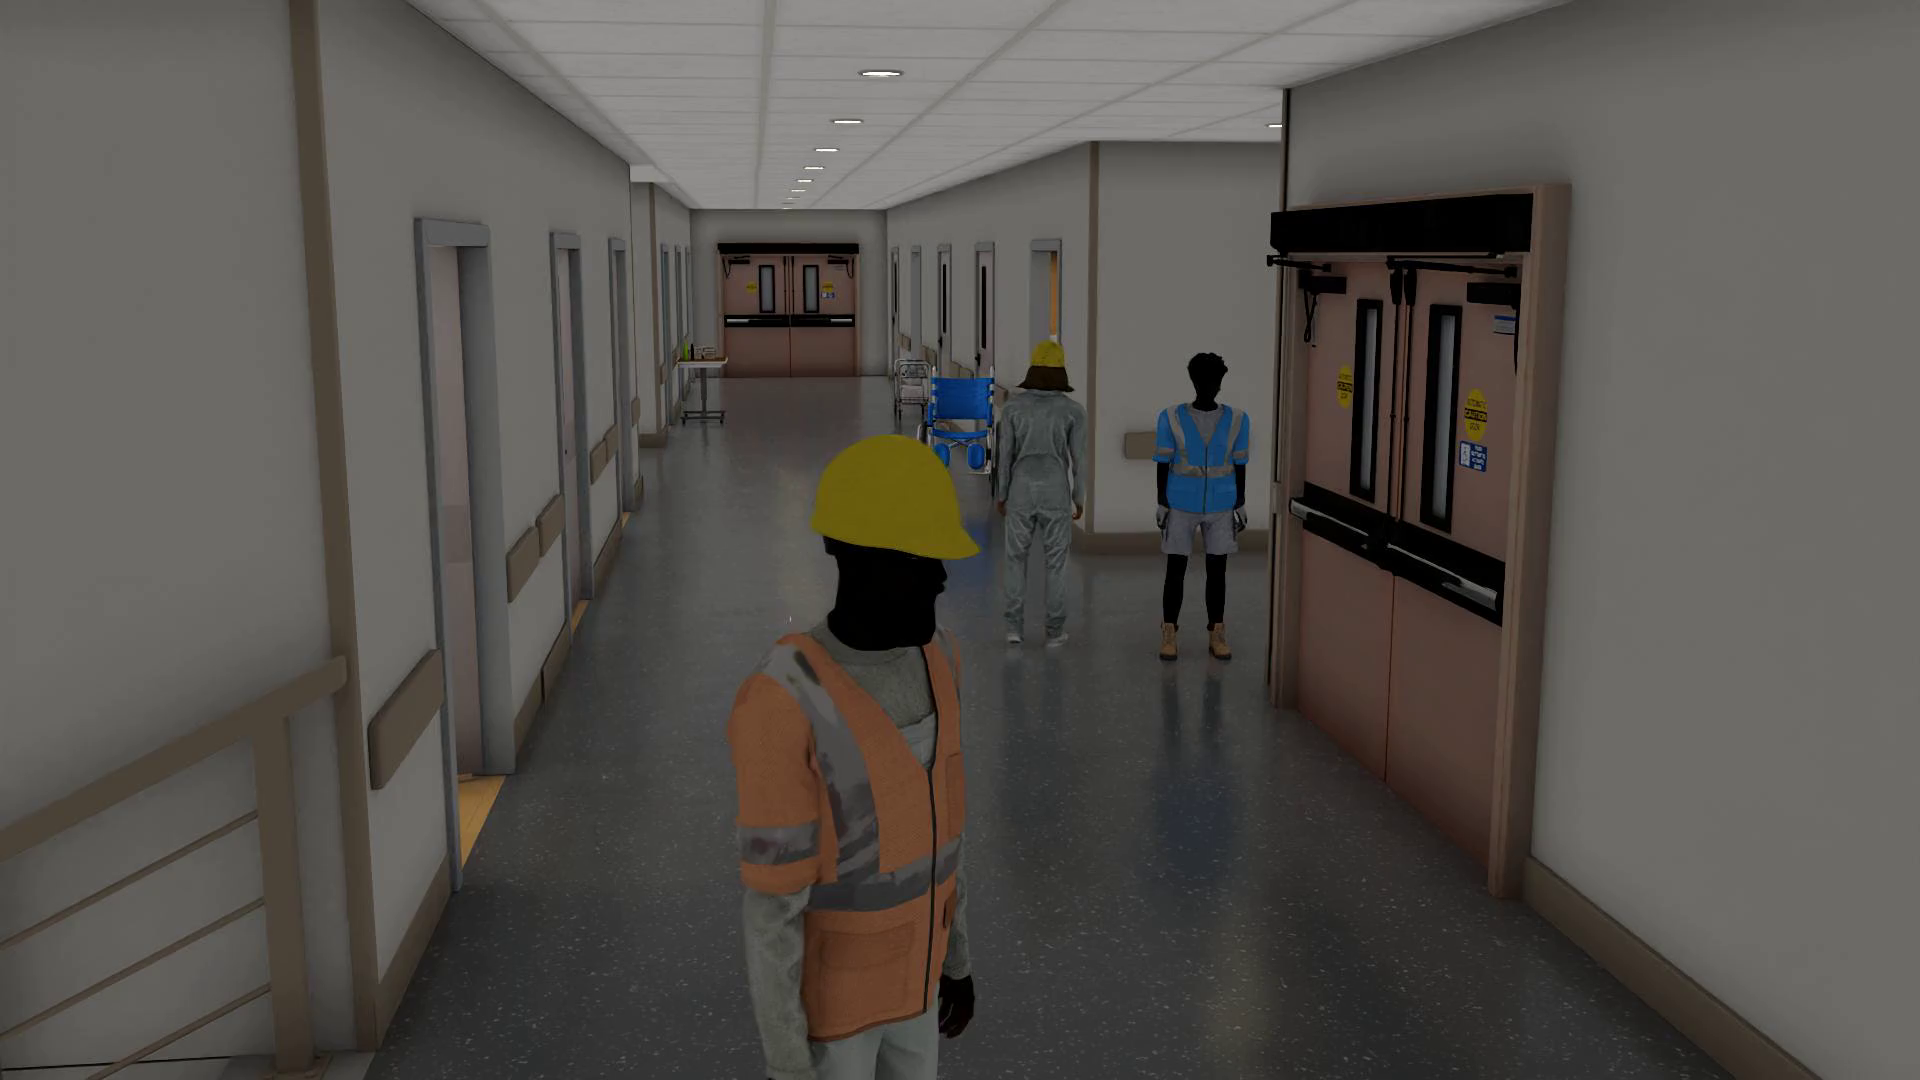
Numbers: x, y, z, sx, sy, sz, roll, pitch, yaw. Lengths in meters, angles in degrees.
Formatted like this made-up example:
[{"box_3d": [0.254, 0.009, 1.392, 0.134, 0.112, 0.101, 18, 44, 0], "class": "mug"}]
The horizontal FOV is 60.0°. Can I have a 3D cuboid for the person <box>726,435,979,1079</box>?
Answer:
[{"box_3d": [-0.148, 0.769, 2.920, 0.398, 1.920, 0.586, 6, 11, 31], "class": "person"}]

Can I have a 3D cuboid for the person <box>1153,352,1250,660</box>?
[{"box_3d": [1.318, -0.181, 9.098, 0.531, 1.693, 0.320, 0, 10, -1], "class": "person"}]

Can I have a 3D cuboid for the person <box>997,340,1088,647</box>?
[{"box_3d": [0.459, -0.250, 9.367, 0.514, 1.737, 0.354, 1, 10, 8], "class": "person"}]
